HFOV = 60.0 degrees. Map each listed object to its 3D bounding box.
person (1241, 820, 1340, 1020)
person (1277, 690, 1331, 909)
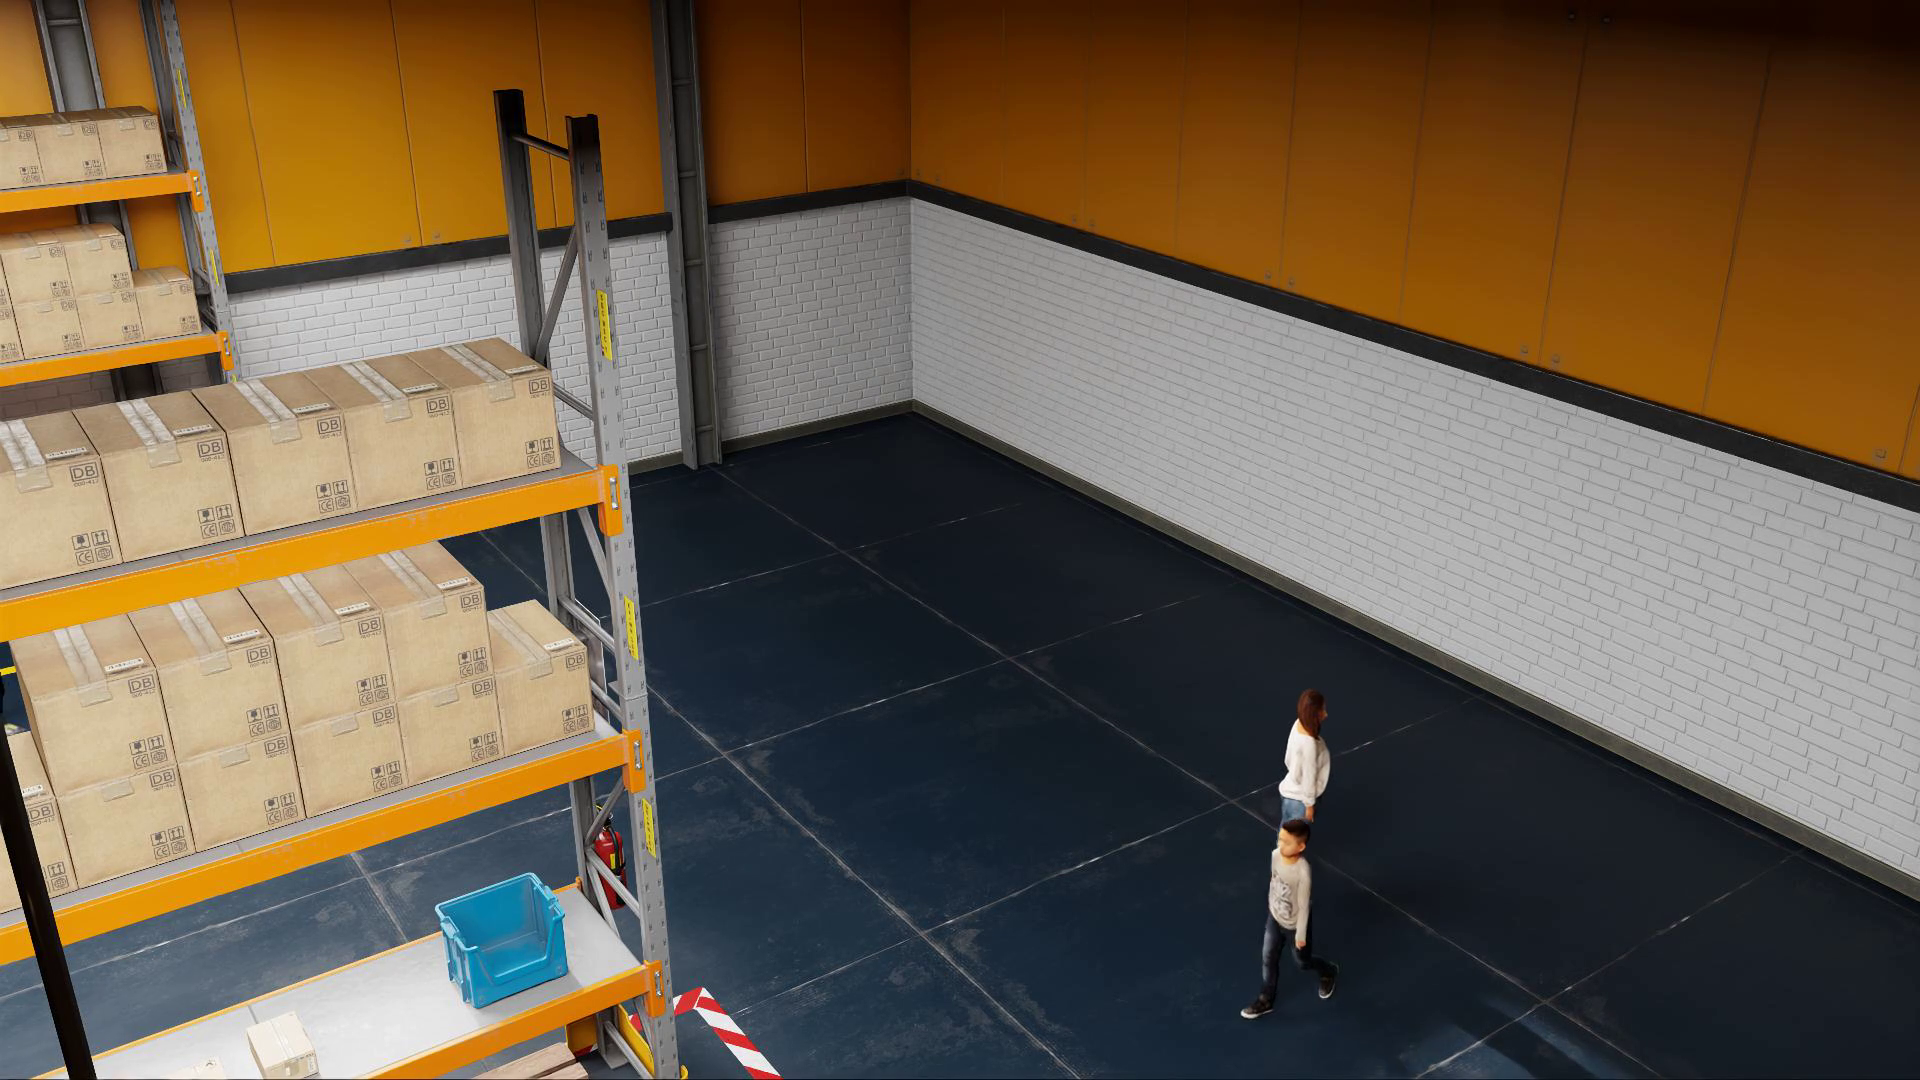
[{"bbox_3d":[2.192,2.436,10.737,0.937,1.445,0.589,-13,27,-28],"label":"person"},{"bbox_3d":[2.420,1.820,11.852,0.731,1.680,0.699,1,24,2],"label":"person"}]
